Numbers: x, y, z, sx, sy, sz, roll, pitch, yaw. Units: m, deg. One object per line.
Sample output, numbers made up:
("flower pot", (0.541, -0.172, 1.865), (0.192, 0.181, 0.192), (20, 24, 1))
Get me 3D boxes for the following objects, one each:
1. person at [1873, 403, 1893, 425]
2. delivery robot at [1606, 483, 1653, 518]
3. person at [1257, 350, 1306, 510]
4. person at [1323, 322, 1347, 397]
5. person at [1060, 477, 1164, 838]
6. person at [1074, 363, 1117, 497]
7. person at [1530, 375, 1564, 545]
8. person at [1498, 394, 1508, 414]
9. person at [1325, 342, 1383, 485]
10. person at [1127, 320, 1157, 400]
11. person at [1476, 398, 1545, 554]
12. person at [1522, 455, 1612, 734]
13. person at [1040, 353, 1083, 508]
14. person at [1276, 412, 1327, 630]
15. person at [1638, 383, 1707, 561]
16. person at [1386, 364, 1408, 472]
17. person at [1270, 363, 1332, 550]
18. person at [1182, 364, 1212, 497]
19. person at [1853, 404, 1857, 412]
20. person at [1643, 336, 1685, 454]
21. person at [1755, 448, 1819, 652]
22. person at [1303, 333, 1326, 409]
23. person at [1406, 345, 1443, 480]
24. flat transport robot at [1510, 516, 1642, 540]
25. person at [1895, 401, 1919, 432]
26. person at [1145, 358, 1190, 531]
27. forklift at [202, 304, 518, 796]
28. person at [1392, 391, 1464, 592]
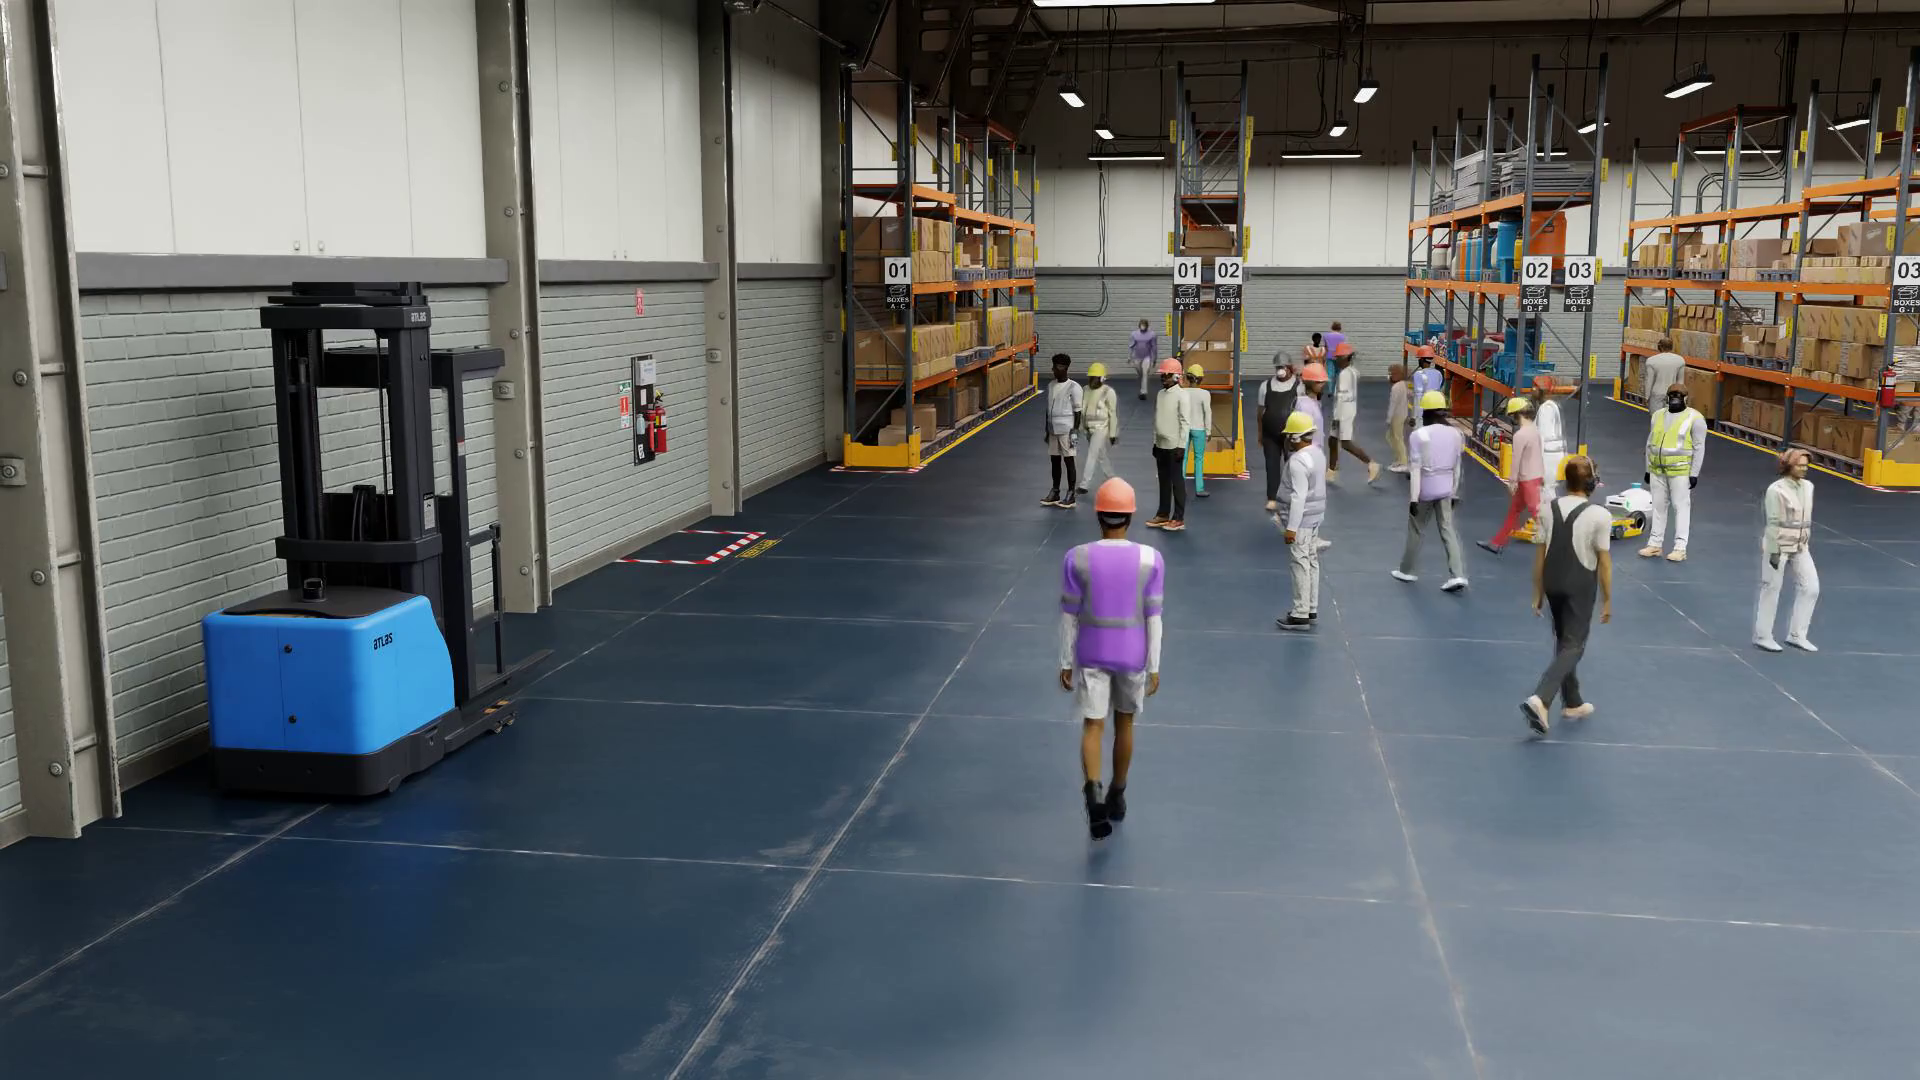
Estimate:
("person", (17.261, -2.970, 31.080), (0.589, 1.915, 0.566), (3, 10, 20))
("delivery robot", (7.871, -0.420, 19.370), (0.707, 0.478, 0.477), (-5, 11, -31))
("person", (4.084, -1.385, 21.036), (0.692, 2.000, 0.681), (4, 10, 24))
("person", (9.000, -4.347, 39.988), (0.567, 1.783, 1.022), (2, 9, 14))
("person", (0.809, 0.627, 8.909), (0.548, 1.915, 0.831), (1, 9, 5))
("person", (1.847, -1.507, 22.471), (0.954, 1.787, 0.594), (-7, 12, -37))
("person", (6.418, -0.883, 18.358), (0.548, 1.864, 0.615), (3, 10, 19))
("person", (11.577, -3.611, 34.919), (0.614, 1.945, 0.403), (7, 12, 38))
("person", (5.475, -1.762, 23.348), (0.907, 2.015, 0.618), (2, 10, 14))
("person", (4.246, -4.201, 38.769), (0.646, 1.877, 1.047), (3, 10, 19))
("person", (5.877, -0.634, 17.318), (0.952, 1.696, 0.563), (7, 12, 37))
("person", (3.970, 0.354, 10.913), (0.878, 1.817, 0.521), (-7, 12, -38))
("person", (1.298, -1.405, 21.255), (0.366, 1.967, 0.603), (-8, 12, -40))
("person", (2.872, -0.169, 14.057), (0.403, 1.827, 0.600), (5, 11, 29))
("person", (7.432, -0.717, 17.387), (0.429, 1.845, 0.633), (-6, 11, -33))
("person", (6.512, -1.823, 24.885), (0.490, 1.610, 0.529), (5, 11, 30))
("person", (3.741, -0.915, 18.059), (0.589, 2.024, 0.622), (3, 10, 19))
("person", (3.116, -1.460, 22.216), (0.531, 1.767, 0.328), (6, 11, 31))
("person", (19.189, -3.700, 35.712), (0.574, 1.868, 0.631), (1, 9, 8))
("person", (11.495, -2.355, 27.203), (0.632, 1.940, 0.372), (0, 9, 2))
("person", (6.561, 0.094, 13.072), (0.538, 1.619, 0.568), (-4, 10, -25))
("person", (7.780, -3.744, 36.617), (0.526, 1.670, 0.827), (-1, 9, -4))
("person", (6.680, -1.833, 23.988), (0.552, 1.935, 0.366), (-7, 11, -36))
("flat transport robot", (6.974, -0.140, 18.800), (1.431, 0.197, 0.652), (-6, 11, -31))
("person", (15.516, -2.184, 27.083), (0.539, 1.632, 0.314), (1, 9, 5))
("person", (2.438, -1.115, 19.419), (0.403, 1.998, 0.619), (-5, 10, -28))
("forklift", (-3.673, -0.038, 10.147), (1.129, 2.768, 1.873), (1, 9, 9))
("person", (4.499, -0.473, 15.788), (0.600, 1.886, 1.001), (-3, 10, -19))
